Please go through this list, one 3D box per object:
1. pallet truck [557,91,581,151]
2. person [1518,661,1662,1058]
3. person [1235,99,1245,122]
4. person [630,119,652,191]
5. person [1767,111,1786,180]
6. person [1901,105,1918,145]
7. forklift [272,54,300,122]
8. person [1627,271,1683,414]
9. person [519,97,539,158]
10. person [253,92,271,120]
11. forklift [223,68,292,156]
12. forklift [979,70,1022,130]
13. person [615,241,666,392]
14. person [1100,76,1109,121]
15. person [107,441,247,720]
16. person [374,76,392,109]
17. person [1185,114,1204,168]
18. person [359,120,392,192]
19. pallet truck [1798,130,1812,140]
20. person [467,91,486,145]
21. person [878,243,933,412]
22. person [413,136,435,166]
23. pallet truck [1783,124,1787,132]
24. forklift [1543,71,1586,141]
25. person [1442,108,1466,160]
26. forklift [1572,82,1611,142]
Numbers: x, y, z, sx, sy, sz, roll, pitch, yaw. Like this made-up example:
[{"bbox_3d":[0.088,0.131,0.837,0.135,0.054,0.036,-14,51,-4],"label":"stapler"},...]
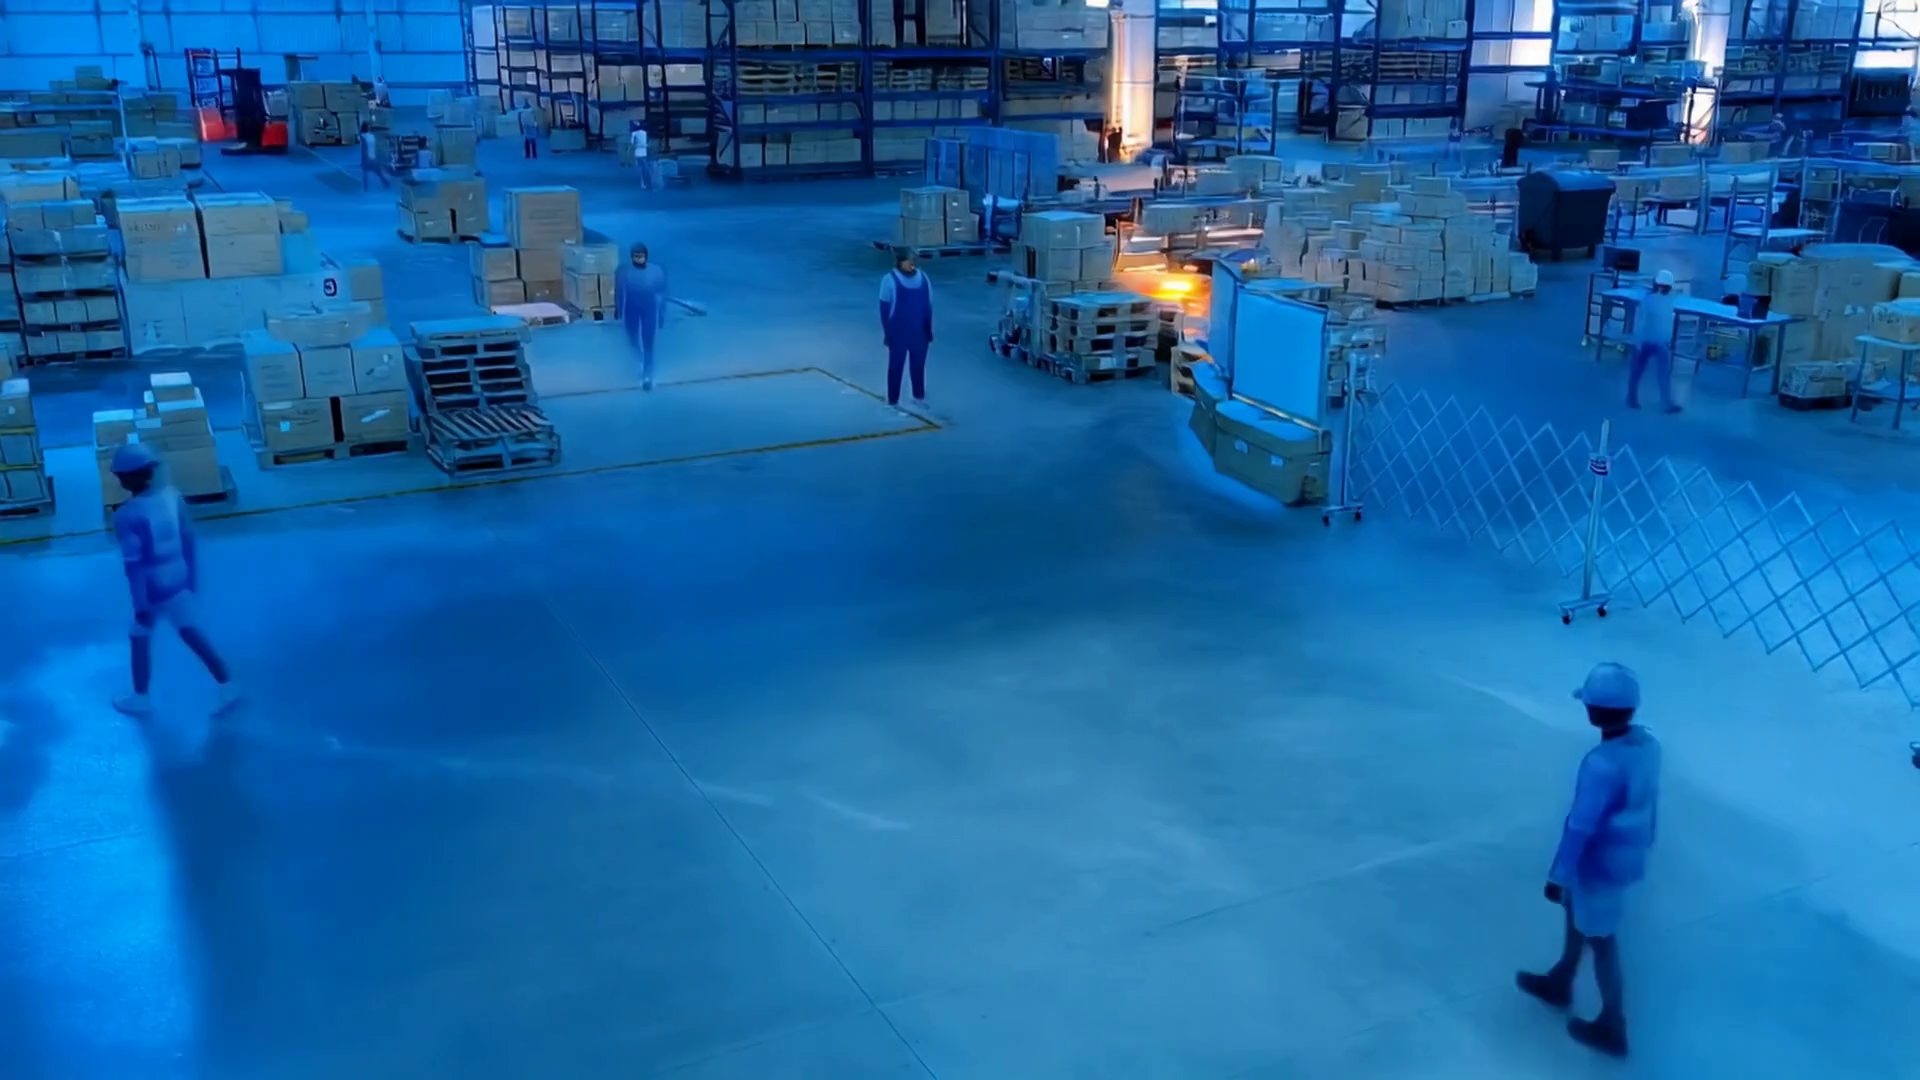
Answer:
[{"bbox_3d":[-13.495,-14.412,57.188,0.823,1.965,1.885,-3,18,-9],"label":"pallet truck"},{"bbox_3d":[2.931,1.458,7.851,0.578,1.907,0.800,-15,23,-39],"label":"person"},{"bbox_3d":[11.275,-17.408,66.682,0.410,1.905,0.641,-7,19,-21],"label":"person"},{"bbox_3d":[-8.609,-10.385,44.820,0.563,1.885,0.987,-9,20,-25],"label":"person"},{"bbox_3d":[23.339,-11.258,47.475,0.628,1.910,0.848,-12,22,-34],"label":"person"},{"bbox_3d":[29.792,-12.735,52.248,0.614,1.813,0.432,-8,19,-24],"label":"person"},{"bbox_3d":[-28.211,-19.167,70.589,1.873,2.768,1.129,-9,20,-26],"label":"forklift"},{"bbox_3d":[8.449,-2.386,20.123,0.548,1.716,0.911,-4,18,-12],"label":"person"},{"bbox_3d":[-14.036,-13.434,54.204,0.603,1.951,0.640,-1,18,-4],"label":"person"},{"bbox_3d":[-25.449,-15.453,60.546,0.641,1.937,1.057,-3,18,-8],"label":"person"},{"bbox_3d":[-23.456,-14.228,55.191,1.129,2.768,1.873,14,22,37],"label":"forklift"},{"bbox_3d":[0.981,-13.608,53.259,1.873,2.768,1.129,-9,20,-26],"label":"forklift"},{"bbox_3d":[-4.104,-2.927,21.523,0.634,1.916,0.802,0,18,-1],"label":"person"},{"bbox_3d":[6.417,-19.167,72.011,0.976,2.004,0.614,-10,20,-27],"label":"person"},{"bbox_3d":[-5.438,0.296,11.343,1.014,2.006,0.608,6,19,18],"label":"person"},{"bbox_3d":[-25.092,-19.179,72.218,0.634,1.904,0.988,-14,23,-38],"label":"person"},{"bbox_3d":[7.100,-12.018,50.267,0.860,1.649,0.546,-7,19,-21],"label":"person"},{"bbox_3d":[-15.623,-10.179,44.169,0.805,1.894,0.598,2,18,7],"label":"person"},{"bbox_3d":[25.526,-11.556,49.408,1.630,1.274,0.653,-9,20,-26],"label":"pallet truck"},{"bbox_3d":[-17.313,-15.125,59.577,0.642,1.895,0.631,-9,20,-25],"label":"person"},{"bbox_3d":[-0.612,-2.577,20.223,0.688,2.000,0.539,-9,20,-27],"label":"person"},{"bbox_3d":[-13.326,-9.213,41.473,0.552,1.677,0.565,-2,18,-5],"label":"person"},{"bbox_3d":[25.206,-12.542,52.601,1.601,1.201,0.680,0,18,-2],"label":"pallet truck"},{"bbox_3d":[18.685,-13.231,52.085,1.873,2.768,1.129,-9,20,-26],"label":"forklift"},{"bbox_3d":[15.927,-13.042,53.469,0.867,1.652,0.536,-9,20,-25],"label":"person"},{"bbox_3d":[20.762,-14.301,55.418,1.873,2.768,1.129,-9,20,-26],"label":"forklift"}]
